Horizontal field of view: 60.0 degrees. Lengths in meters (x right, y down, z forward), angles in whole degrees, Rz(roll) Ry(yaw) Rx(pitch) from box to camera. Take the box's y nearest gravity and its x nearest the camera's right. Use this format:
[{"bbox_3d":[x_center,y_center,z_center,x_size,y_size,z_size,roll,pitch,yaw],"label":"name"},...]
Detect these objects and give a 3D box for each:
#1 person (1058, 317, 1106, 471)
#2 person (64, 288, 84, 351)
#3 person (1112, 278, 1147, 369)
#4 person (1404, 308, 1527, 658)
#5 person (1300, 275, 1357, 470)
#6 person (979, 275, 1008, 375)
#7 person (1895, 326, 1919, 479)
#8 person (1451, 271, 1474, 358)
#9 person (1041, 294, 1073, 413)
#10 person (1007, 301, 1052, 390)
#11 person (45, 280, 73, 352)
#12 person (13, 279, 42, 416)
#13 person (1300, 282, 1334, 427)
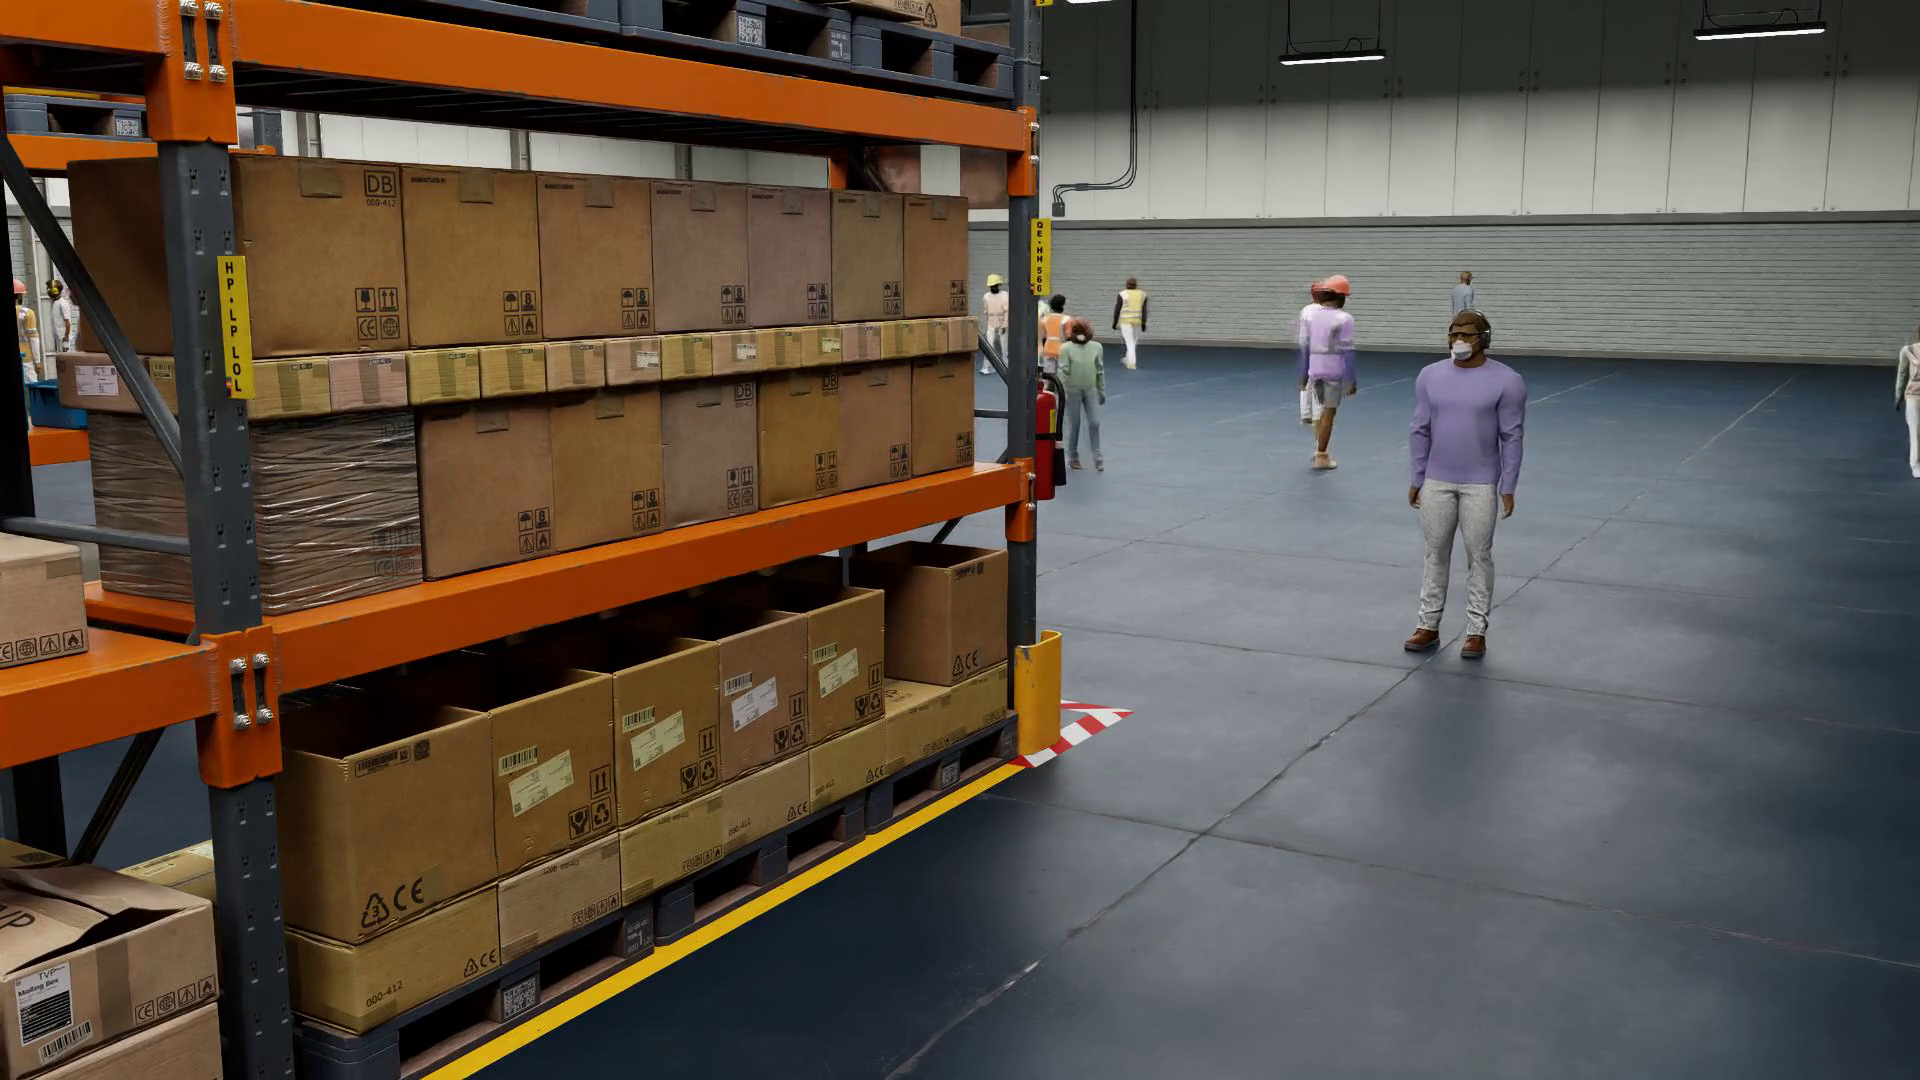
[{"bbox_3d":[1.293,-1.498,17.197,0.558,1.595,0.647,-3,10,-16],"label":"person"},{"bbox_3d":[-10.016,-2.032,19.205,0.467,1.977,0.620,-6,11,-31],"label":"person"},{"bbox_3d":[3.363,-4.332,33.222,0.629,1.789,0.965,-4,10,-22],"label":"person"},{"bbox_3d":[2.804,-0.315,9.280,0.627,1.941,0.374,7,12,35],"label":"person"},{"bbox_3d":[3.891,-1.737,17.354,0.586,2.019,0.651,-7,12,-36],"label":"person"},{"bbox_3d":[0.666,-3.997,31.045,0.595,1.870,0.967,4,11,24],"label":"person"},{"bbox_3d":[9.816,-1.456,16.932,0.522,1.604,0.816,3,10,17],"label":"person"},{"bbox_3d":[9.916,-4.326,32.766,0.373,1.940,0.629,-3,10,-17],"label":"person"},{"bbox_3d":[1.391,-2.637,23.592,0.554,1.682,0.369,7,12,35],"label":"person"},{"bbox_3d":[1.095,-3.008,25.502,0.637,1.797,0.971,8,13,39],"label":"person"},{"bbox_3d":[-13.877,-3.077,25.669,0.310,1.865,0.531,-8,13,-41],"label":"person"},{"bbox_3d":[-11.697,-2.255,20.692,0.551,1.936,0.388,0,10,1],"label":"person"},{"bbox_3d":[4.673,-2.425,21.798,0.354,1.883,0.573,-4,11,-23],"label":"person"}]
